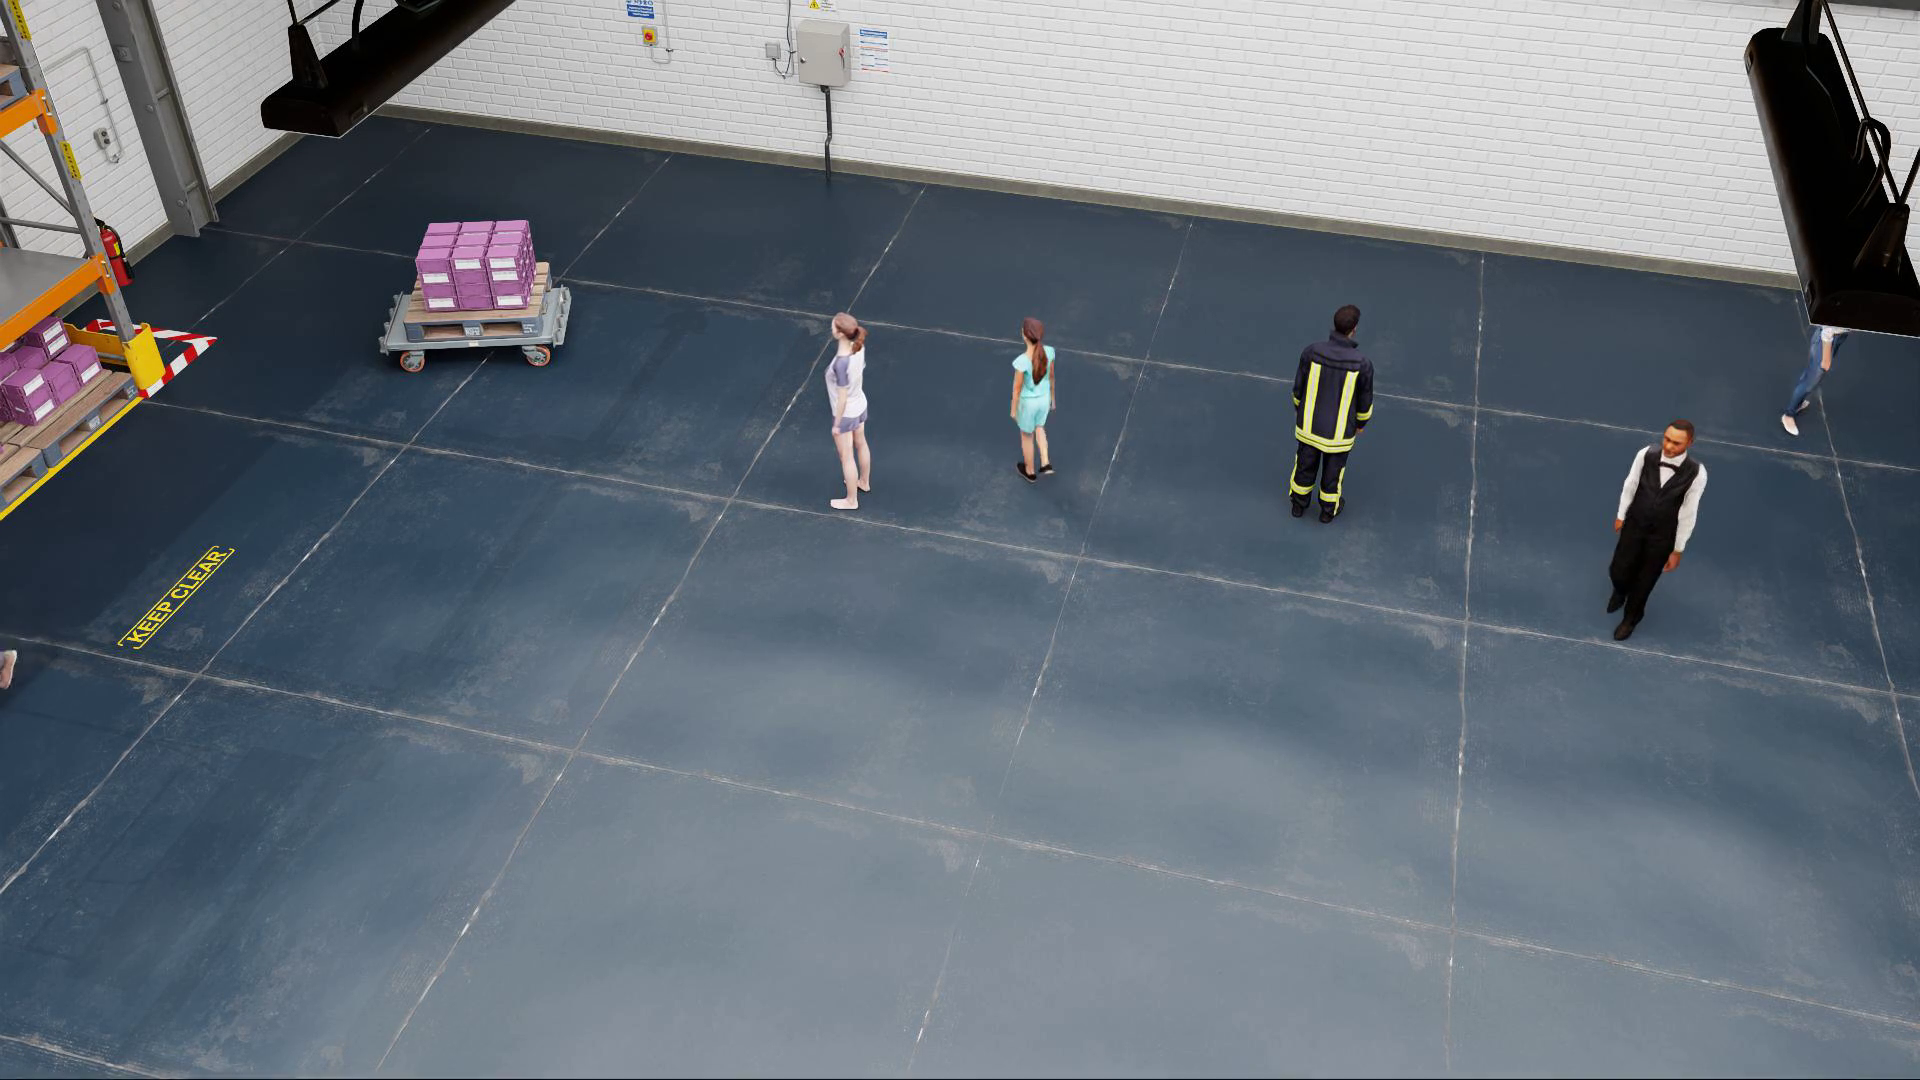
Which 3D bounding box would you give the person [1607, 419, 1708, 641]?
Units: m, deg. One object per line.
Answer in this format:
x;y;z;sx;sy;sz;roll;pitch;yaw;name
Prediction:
5.057;-0.132;12.050;0.860;1.899;0.901;25;45;28;person

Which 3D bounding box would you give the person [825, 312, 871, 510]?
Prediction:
-0.885;-1.040;13.292;0.655;1.768;0.533;14;41;17;person

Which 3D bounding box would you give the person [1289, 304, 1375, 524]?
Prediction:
2.904;-0.989;13.101;0.831;1.927;0.716;16;41;19;person

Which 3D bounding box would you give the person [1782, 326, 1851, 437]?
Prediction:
7.396;-1.721;14.200;0.873;1.700;0.691;21;43;25;person

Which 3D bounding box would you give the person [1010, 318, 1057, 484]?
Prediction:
0.635;-1.100;13.538;0.726;1.554;0.786;-20;43;-23;person
